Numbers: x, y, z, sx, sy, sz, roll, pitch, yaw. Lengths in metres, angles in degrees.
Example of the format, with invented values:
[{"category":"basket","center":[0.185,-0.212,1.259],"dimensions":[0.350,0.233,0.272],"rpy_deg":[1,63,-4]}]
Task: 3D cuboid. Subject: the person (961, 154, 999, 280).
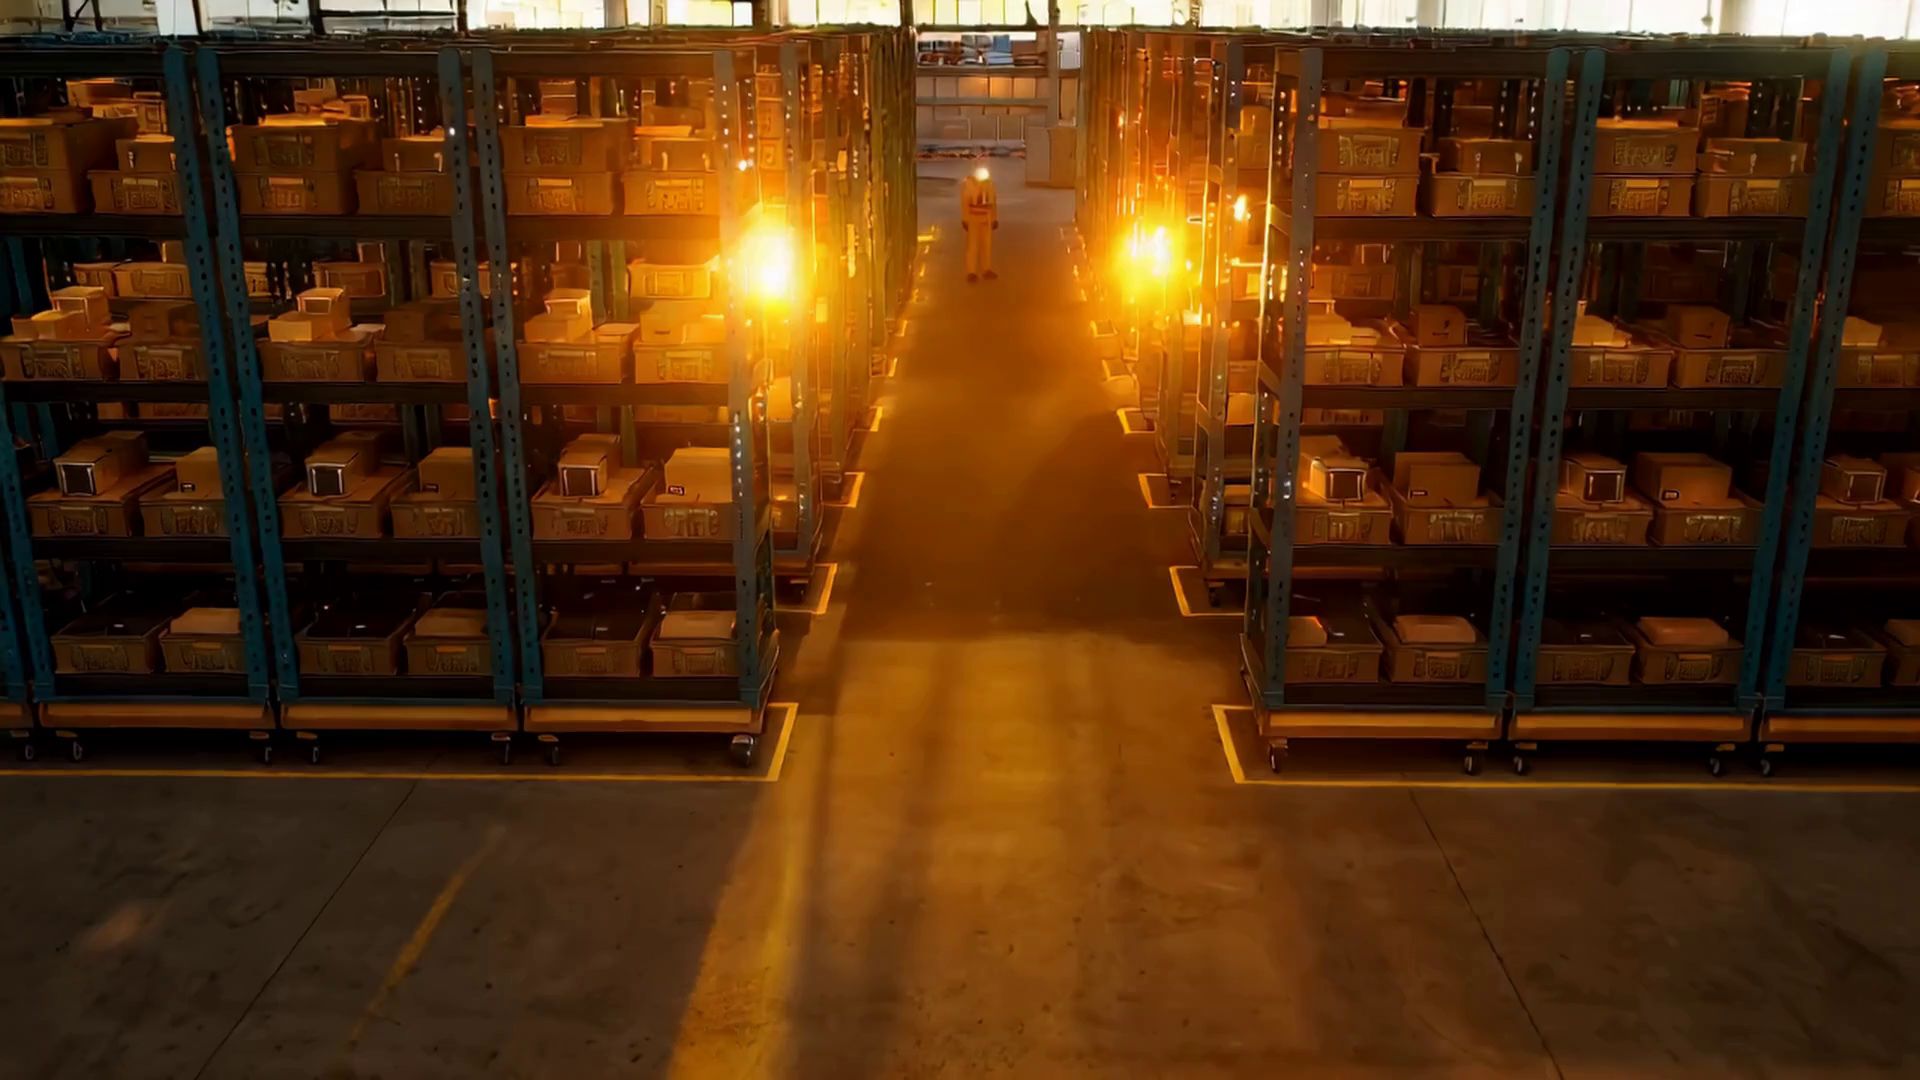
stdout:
[{"category":"person","center":[0.306,-4.756,24.531],"dimensions":[0.598,1.825,0.403],"rpy_deg":[-12,21,-32]}]
